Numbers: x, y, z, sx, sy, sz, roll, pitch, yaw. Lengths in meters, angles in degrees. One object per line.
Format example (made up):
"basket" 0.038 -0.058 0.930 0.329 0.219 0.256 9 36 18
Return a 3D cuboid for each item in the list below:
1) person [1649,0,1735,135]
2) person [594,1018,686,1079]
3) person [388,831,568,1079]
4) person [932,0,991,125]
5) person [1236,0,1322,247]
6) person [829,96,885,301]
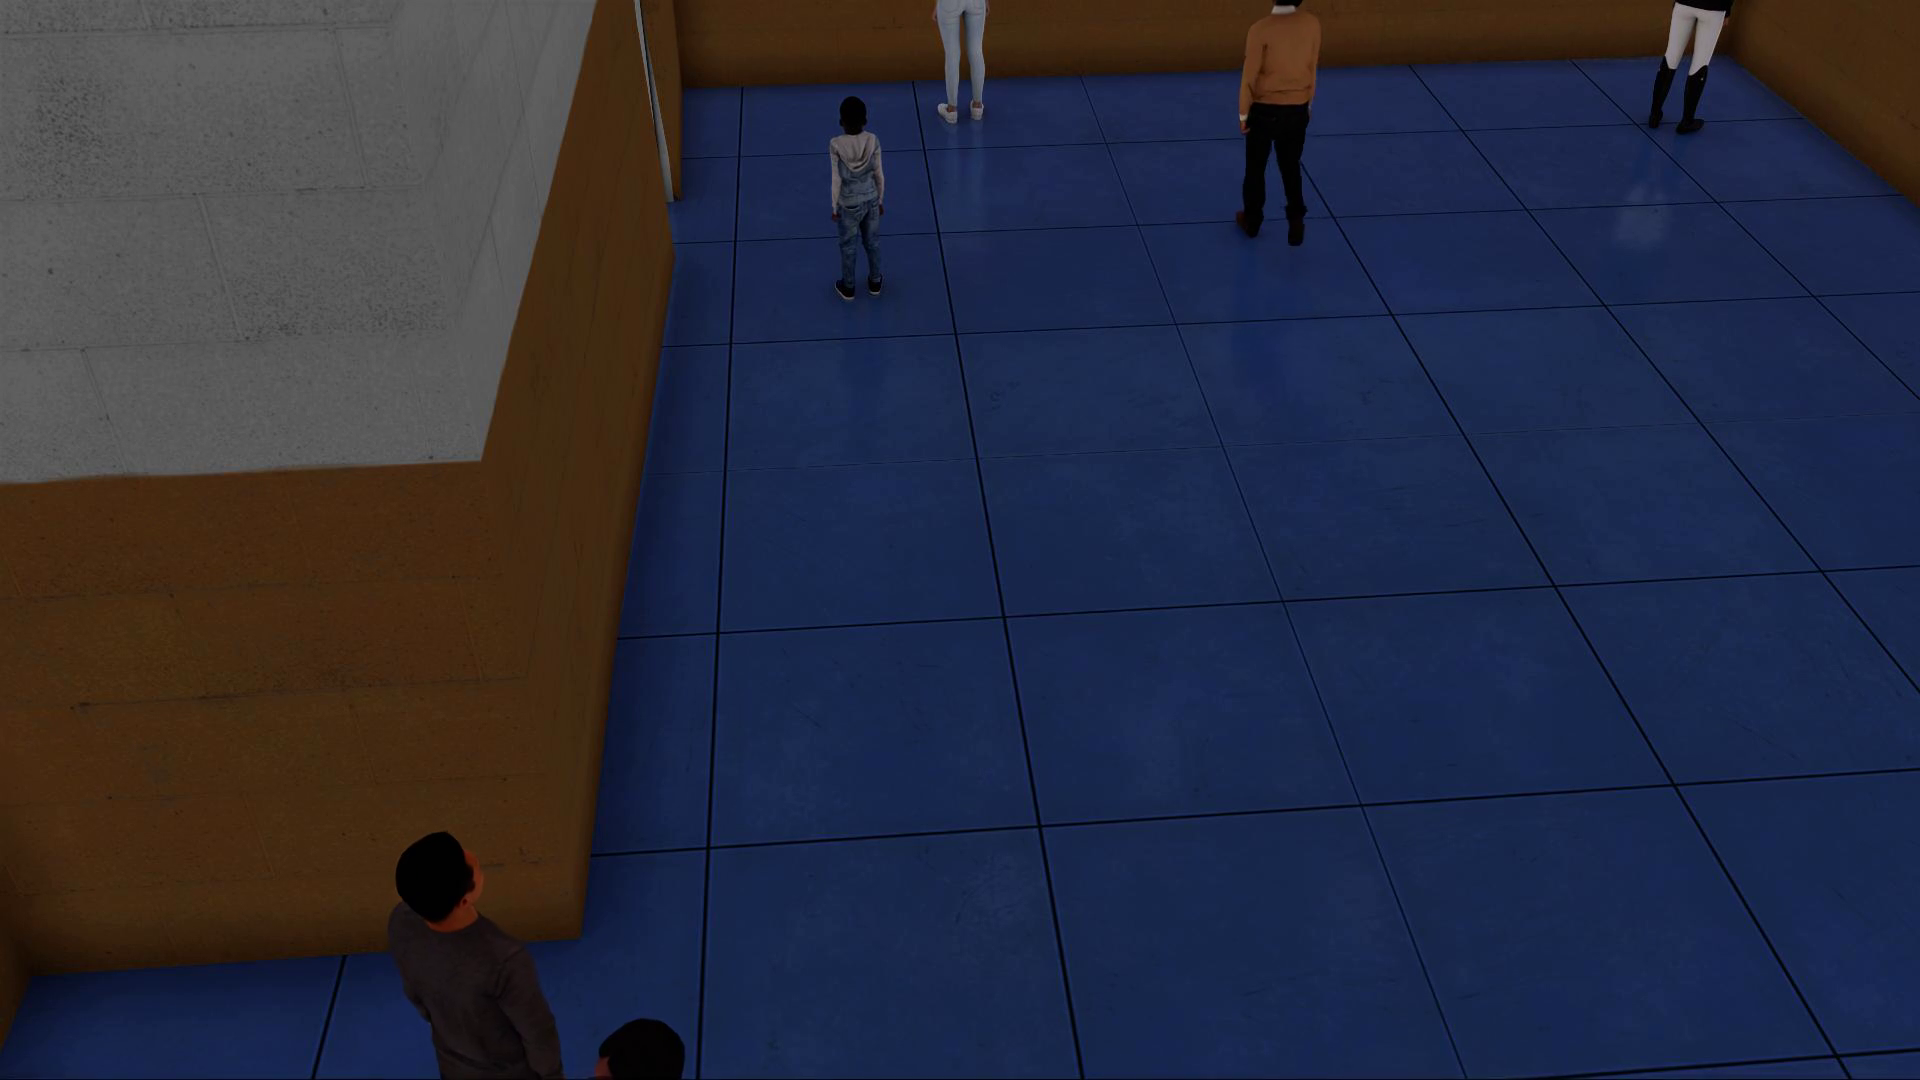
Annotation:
"person" 5.263 -3.761 11.833 0.658 1.729 0.718 27 44 31
"person" -0.769 1.841 4.374 0.663 1.741 0.708 31 47 34
"person" -1.362 1.500 4.806 0.656 1.768 0.773 -11 38 -14
"person" 0.013 -3.880 11.987 0.544 1.751 0.672 -8 38 -11
"person" 2.004 -2.634 10.331 0.918 1.741 0.784 -7 38 -10
"person" -0.623 -2.043 9.949 0.486 1.261 0.589 -12 38 -15
